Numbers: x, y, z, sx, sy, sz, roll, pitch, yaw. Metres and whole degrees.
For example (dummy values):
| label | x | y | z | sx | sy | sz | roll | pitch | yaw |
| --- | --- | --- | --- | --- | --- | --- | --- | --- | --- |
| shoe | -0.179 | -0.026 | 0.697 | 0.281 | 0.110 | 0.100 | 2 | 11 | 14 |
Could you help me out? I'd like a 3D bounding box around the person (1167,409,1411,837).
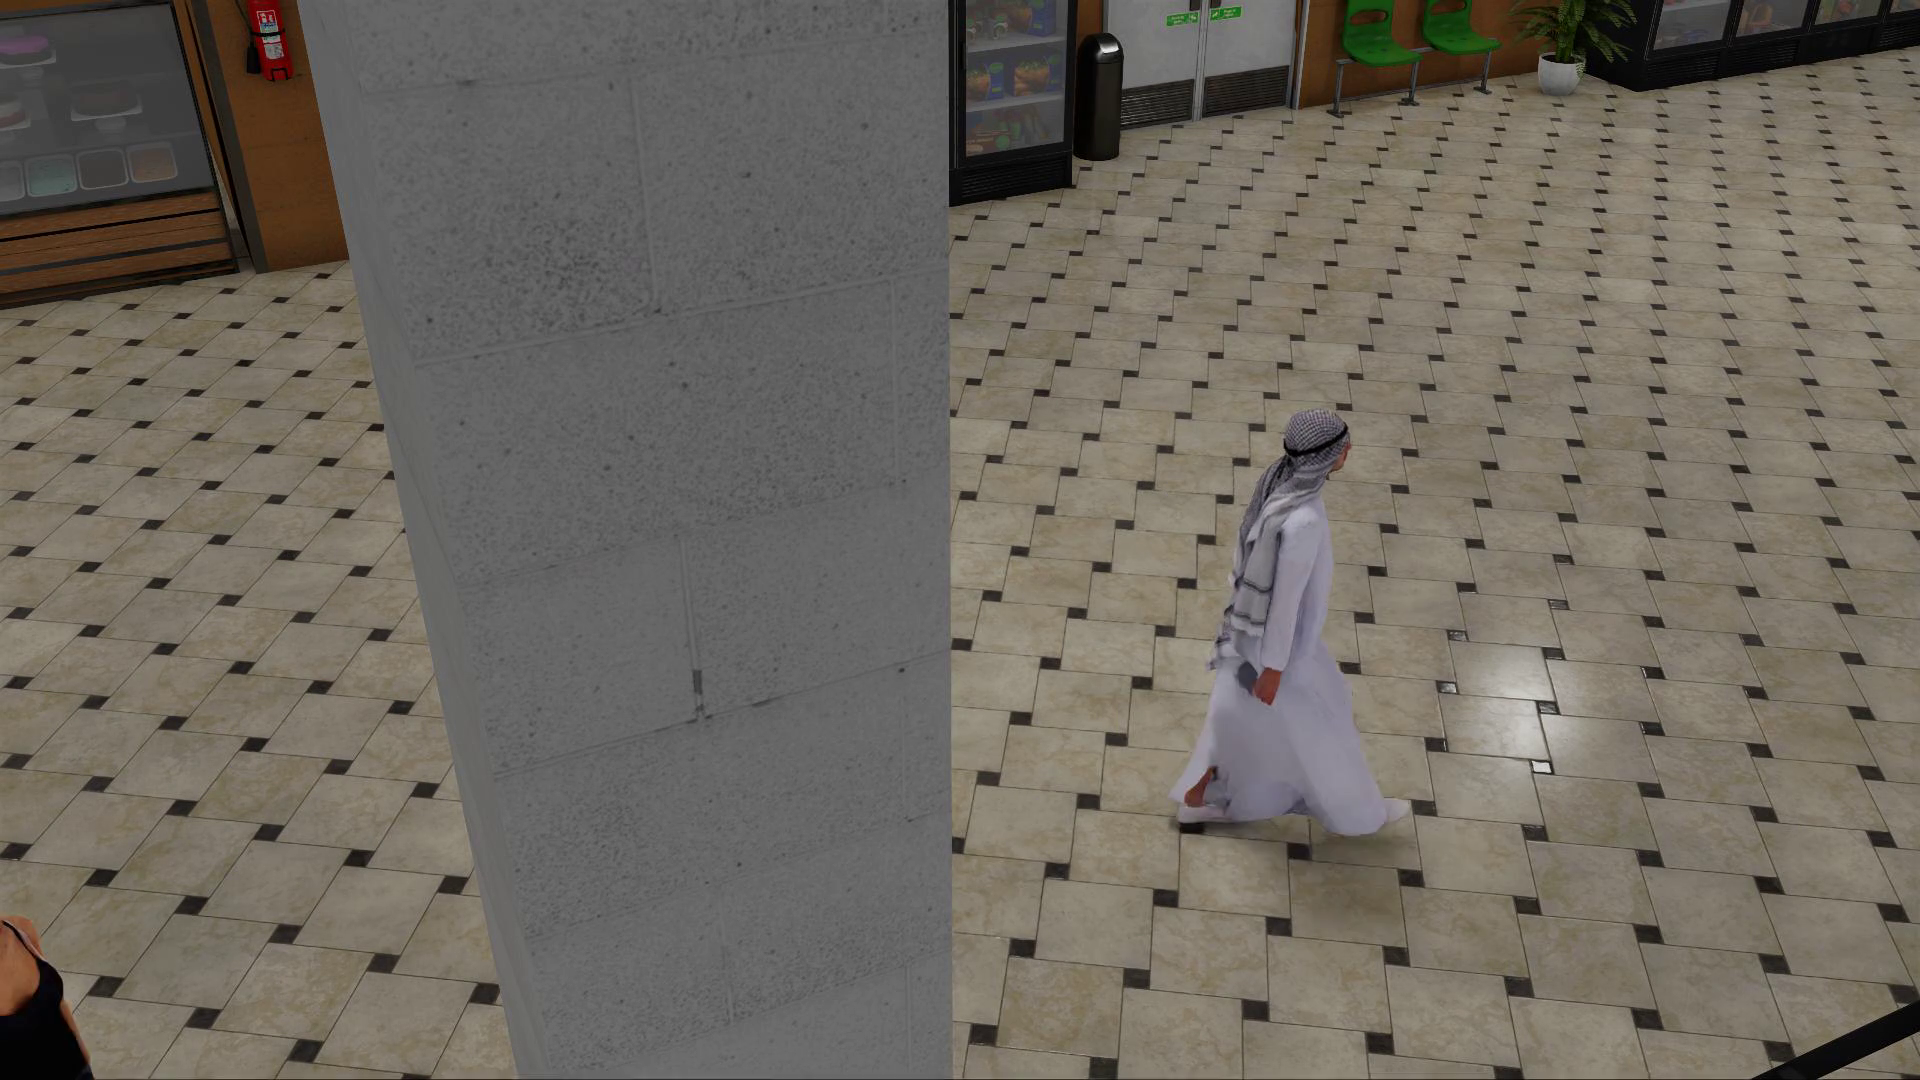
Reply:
| label | x | y | z | sx | sy | sz | roll | pitch | yaw |
| --- | --- | --- | --- | --- | --- | --- | --- | --- | --- |
| person | 1.121 | 0.375 | 6.324 | 1.086 | 1.888 | 1.241 | -1 | 32 | -2 |
